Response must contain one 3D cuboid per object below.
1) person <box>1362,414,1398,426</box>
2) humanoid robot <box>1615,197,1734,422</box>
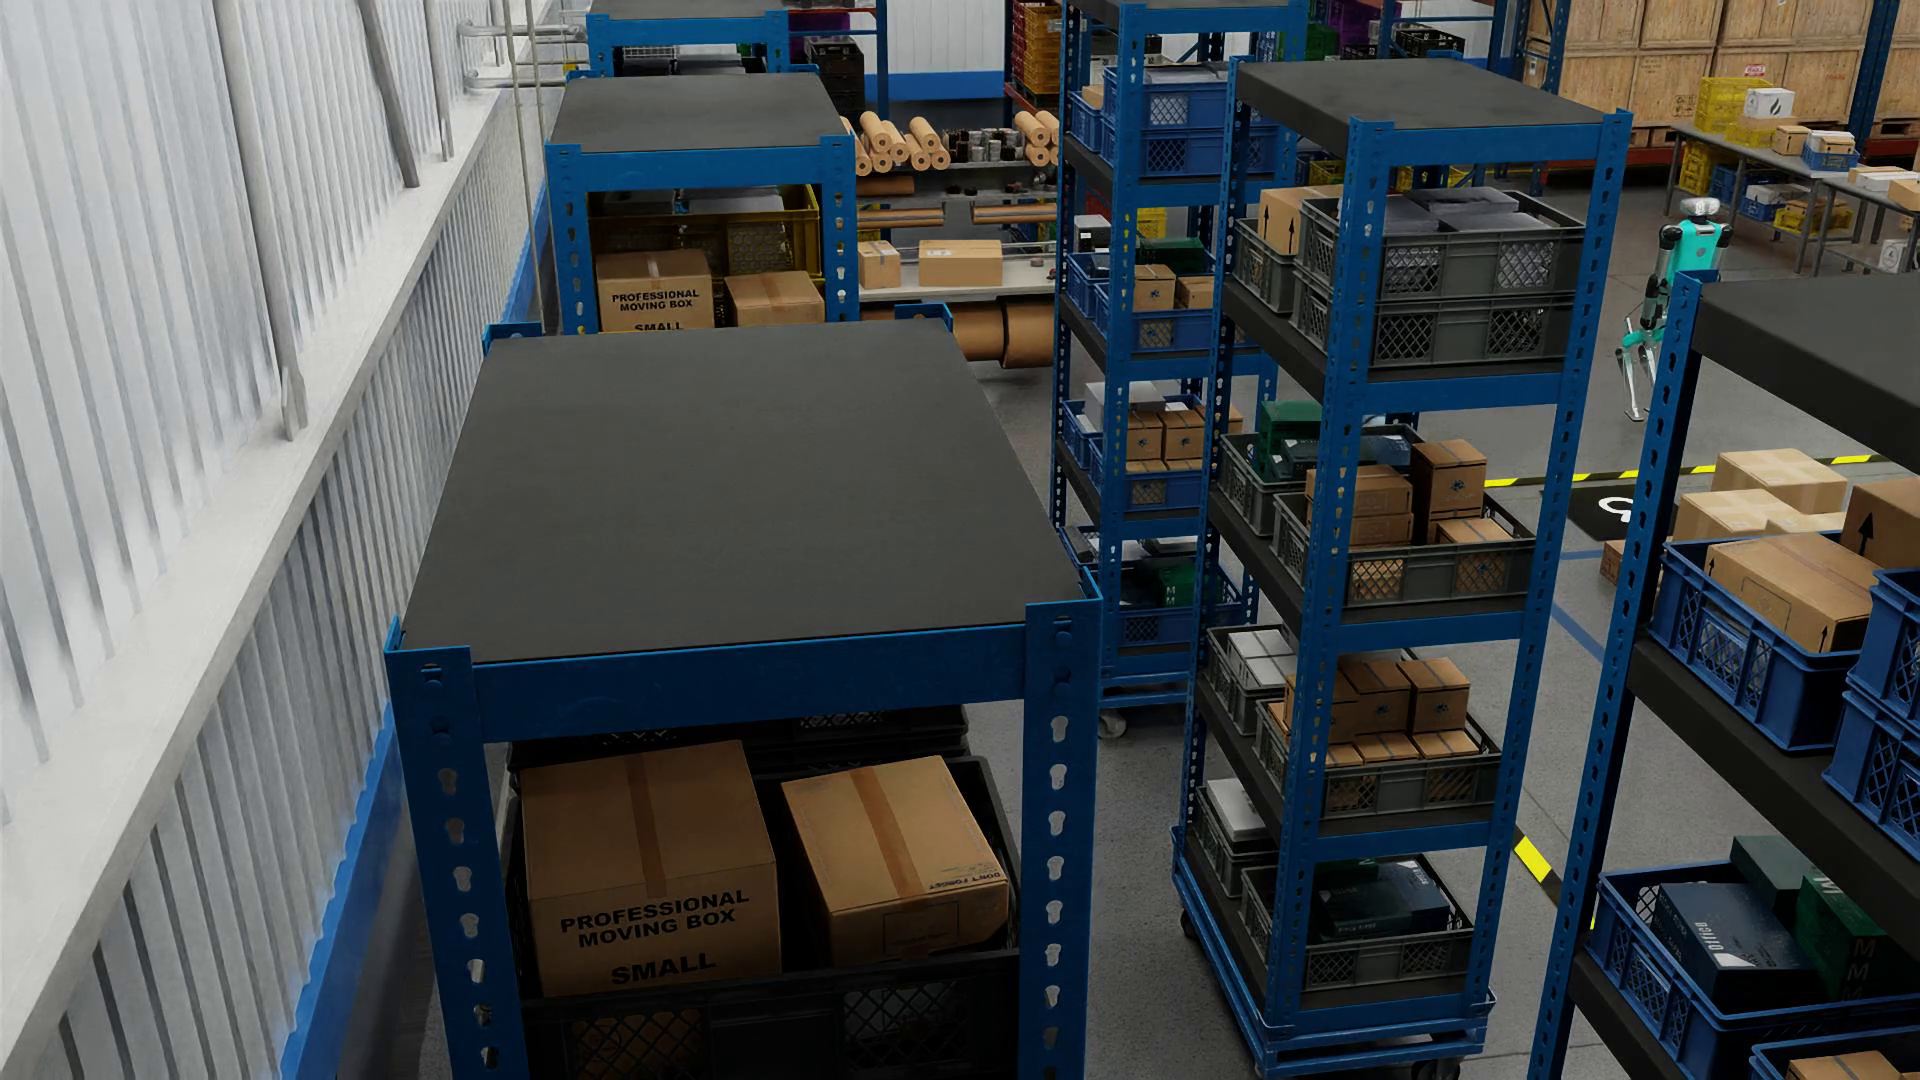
[{"bbox_3d":[1.889,0.260,7.839,0.587,1.853,0.382,-3,25,-7],"label":"person"},{"bbox_3d":[5.108,-1.714,12.107,0.533,1.677,0.735,-4,25,-9],"label":"humanoid robot"}]
